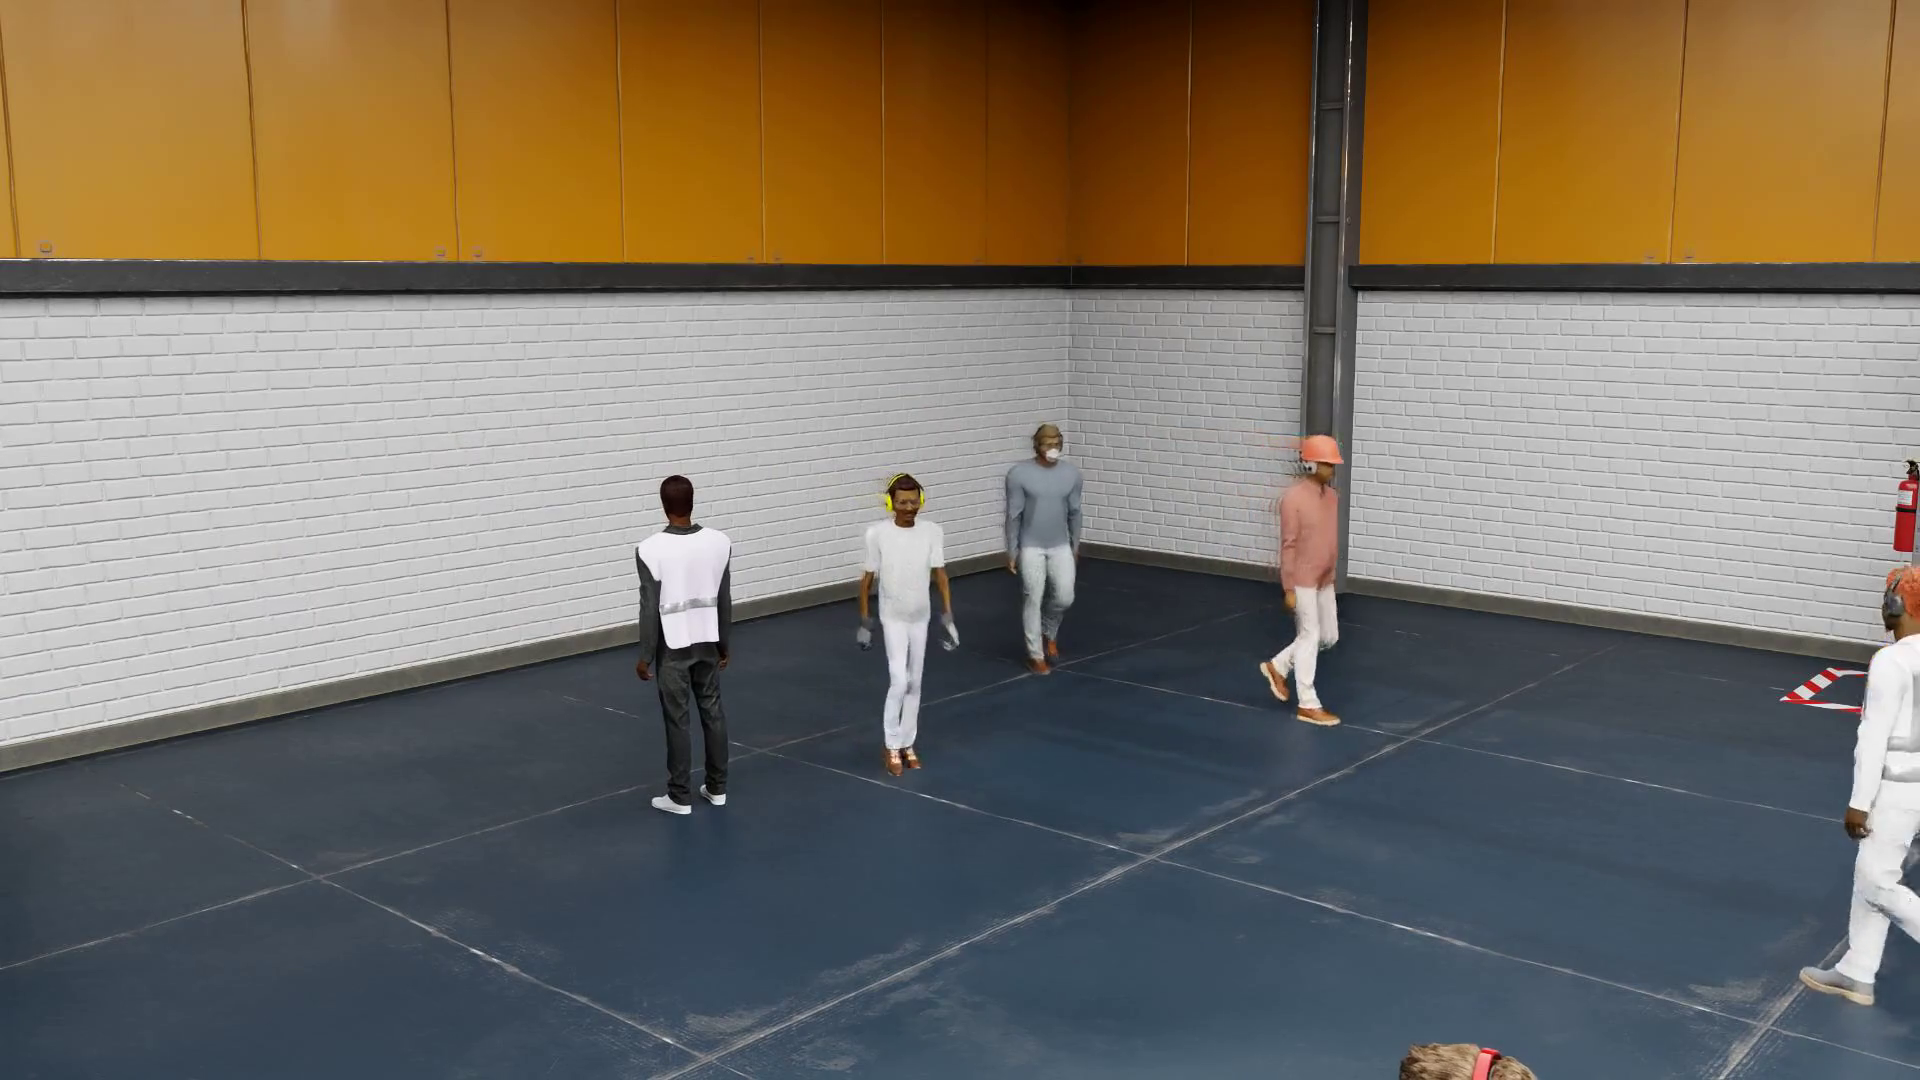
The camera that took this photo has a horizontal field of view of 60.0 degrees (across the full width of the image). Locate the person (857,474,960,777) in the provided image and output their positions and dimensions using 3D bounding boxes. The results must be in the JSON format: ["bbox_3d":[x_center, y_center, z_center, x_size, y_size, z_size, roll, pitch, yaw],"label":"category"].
[{"bbox_3d":[-0.312,0.513,10.106,0.530,1.846,0.575,-4,10,-23],"label":"person"}]

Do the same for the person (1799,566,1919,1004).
[{"bbox_3d":[3.892,1.040,6.739,0.604,1.866,0.720,-7,12,-38],"label":"person"}]

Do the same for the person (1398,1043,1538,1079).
[{"bbox_3d":[0.835,1.696,2.673,0.375,1.843,0.575,3,10,18],"label":"person"}]

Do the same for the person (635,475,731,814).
[{"bbox_3d":[-1.545,0.592,9.388,0.590,1.916,0.393,-7,12,-39],"label":"person"}]

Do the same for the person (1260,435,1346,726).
[{"bbox_3d":[2.337,0.257,11.329,0.606,1.977,0.614,9,13,44],"label":"person"}]

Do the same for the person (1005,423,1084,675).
[{"bbox_3d":[0.634,0.064,12.689,0.640,1.927,0.481,-2,9,-15],"label":"person"}]
